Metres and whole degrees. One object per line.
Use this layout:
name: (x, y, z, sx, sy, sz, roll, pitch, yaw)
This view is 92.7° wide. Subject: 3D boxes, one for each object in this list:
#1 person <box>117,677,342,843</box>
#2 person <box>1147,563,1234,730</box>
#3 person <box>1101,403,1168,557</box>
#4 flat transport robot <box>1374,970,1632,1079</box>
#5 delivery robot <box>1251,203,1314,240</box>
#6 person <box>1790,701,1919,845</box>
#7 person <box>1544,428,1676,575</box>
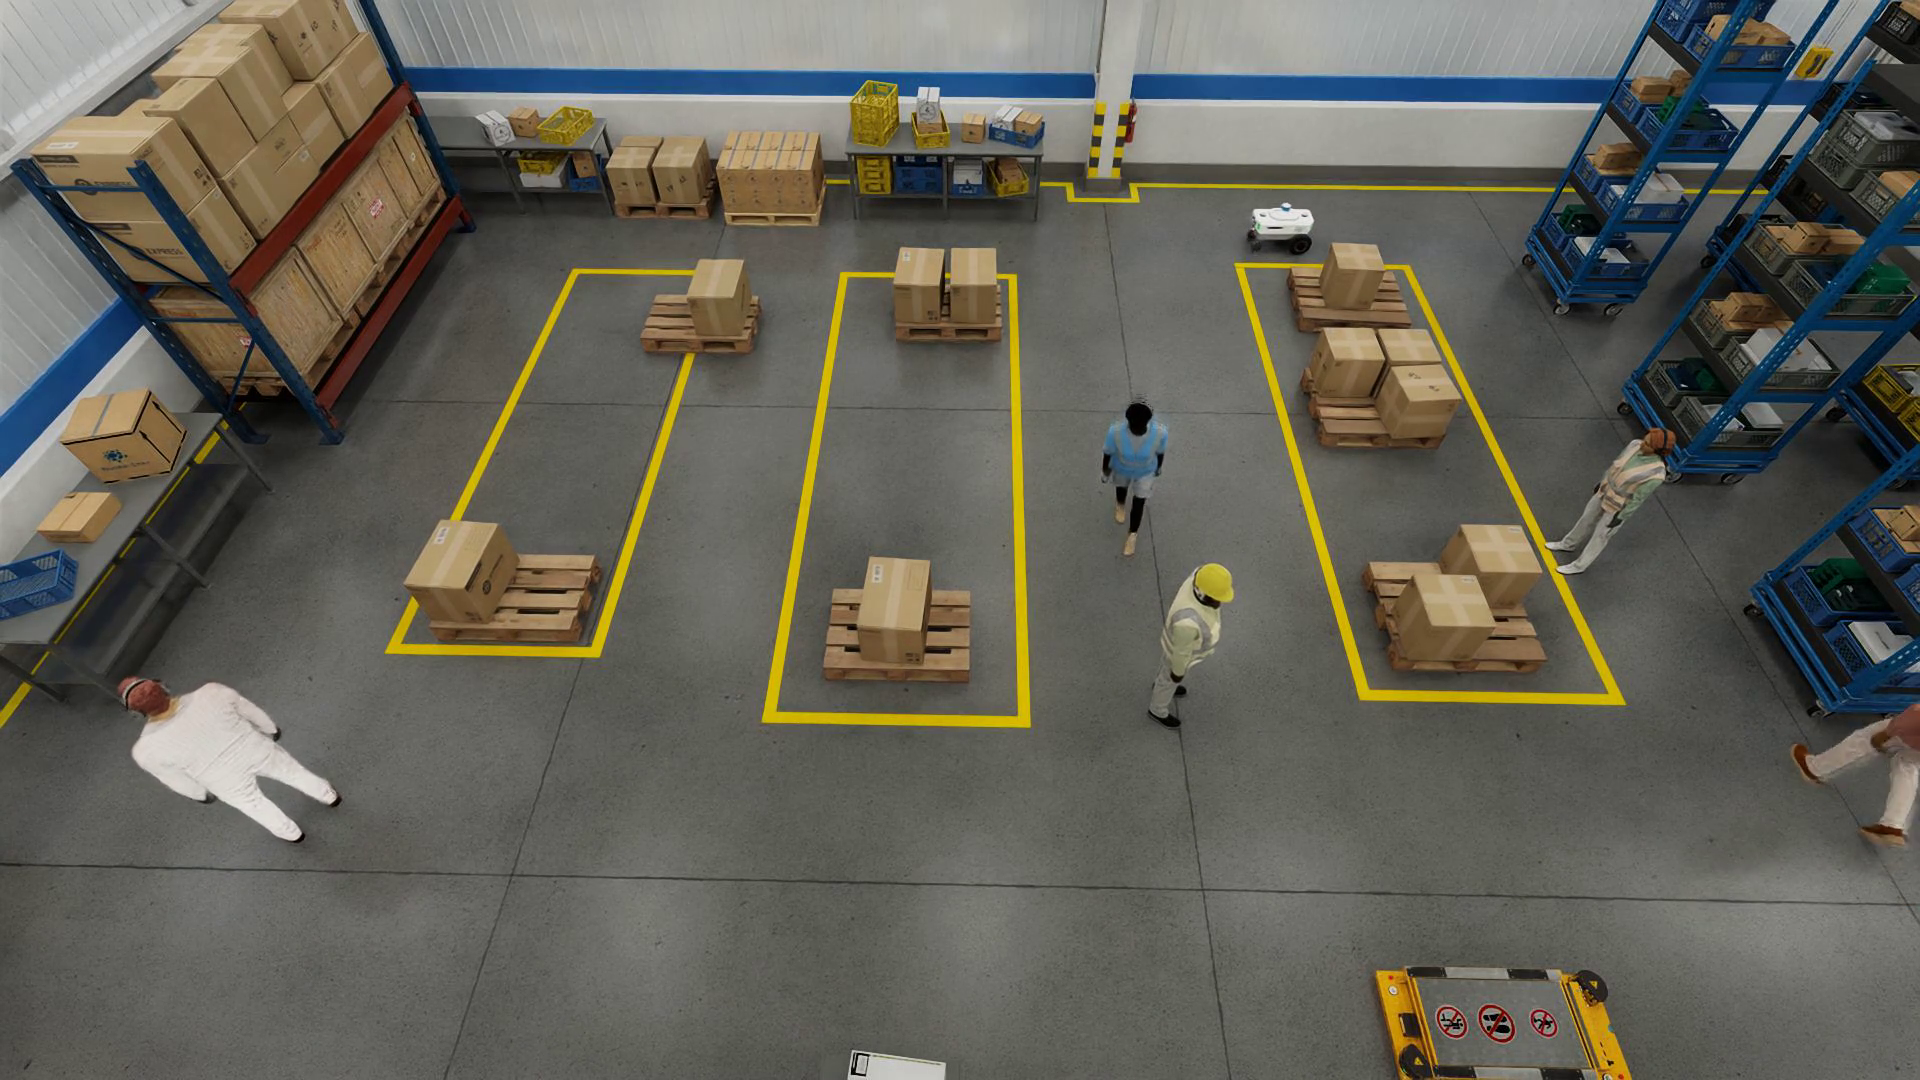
person: (-4.955, 1.476, 6.226, 0.396, 1.900, 0.656, 23, 54, 18)
person: (1.702, 0.768, 6.844, 0.404, 1.828, 0.592, 17, 53, 13)
person: (1.500, -0.581, 8.055, 0.557, 1.645, 0.763, 10, 52, 8)
flat transport robot: (3.501, 3.133, 5.914, 1.431, 0.197, 0.652, 1, 51, 1)
delivery robot: (4.023, -3.972, 11.465, 0.707, 0.478, 0.477, 1, 51, 1)
person: (6.682, 1.381, 6.263, 0.639, 1.960, 0.780, 12, 52, 9)
person: (5.608, -0.335, 7.870, 0.310, 1.632, 0.505, 3, 51, 3)
